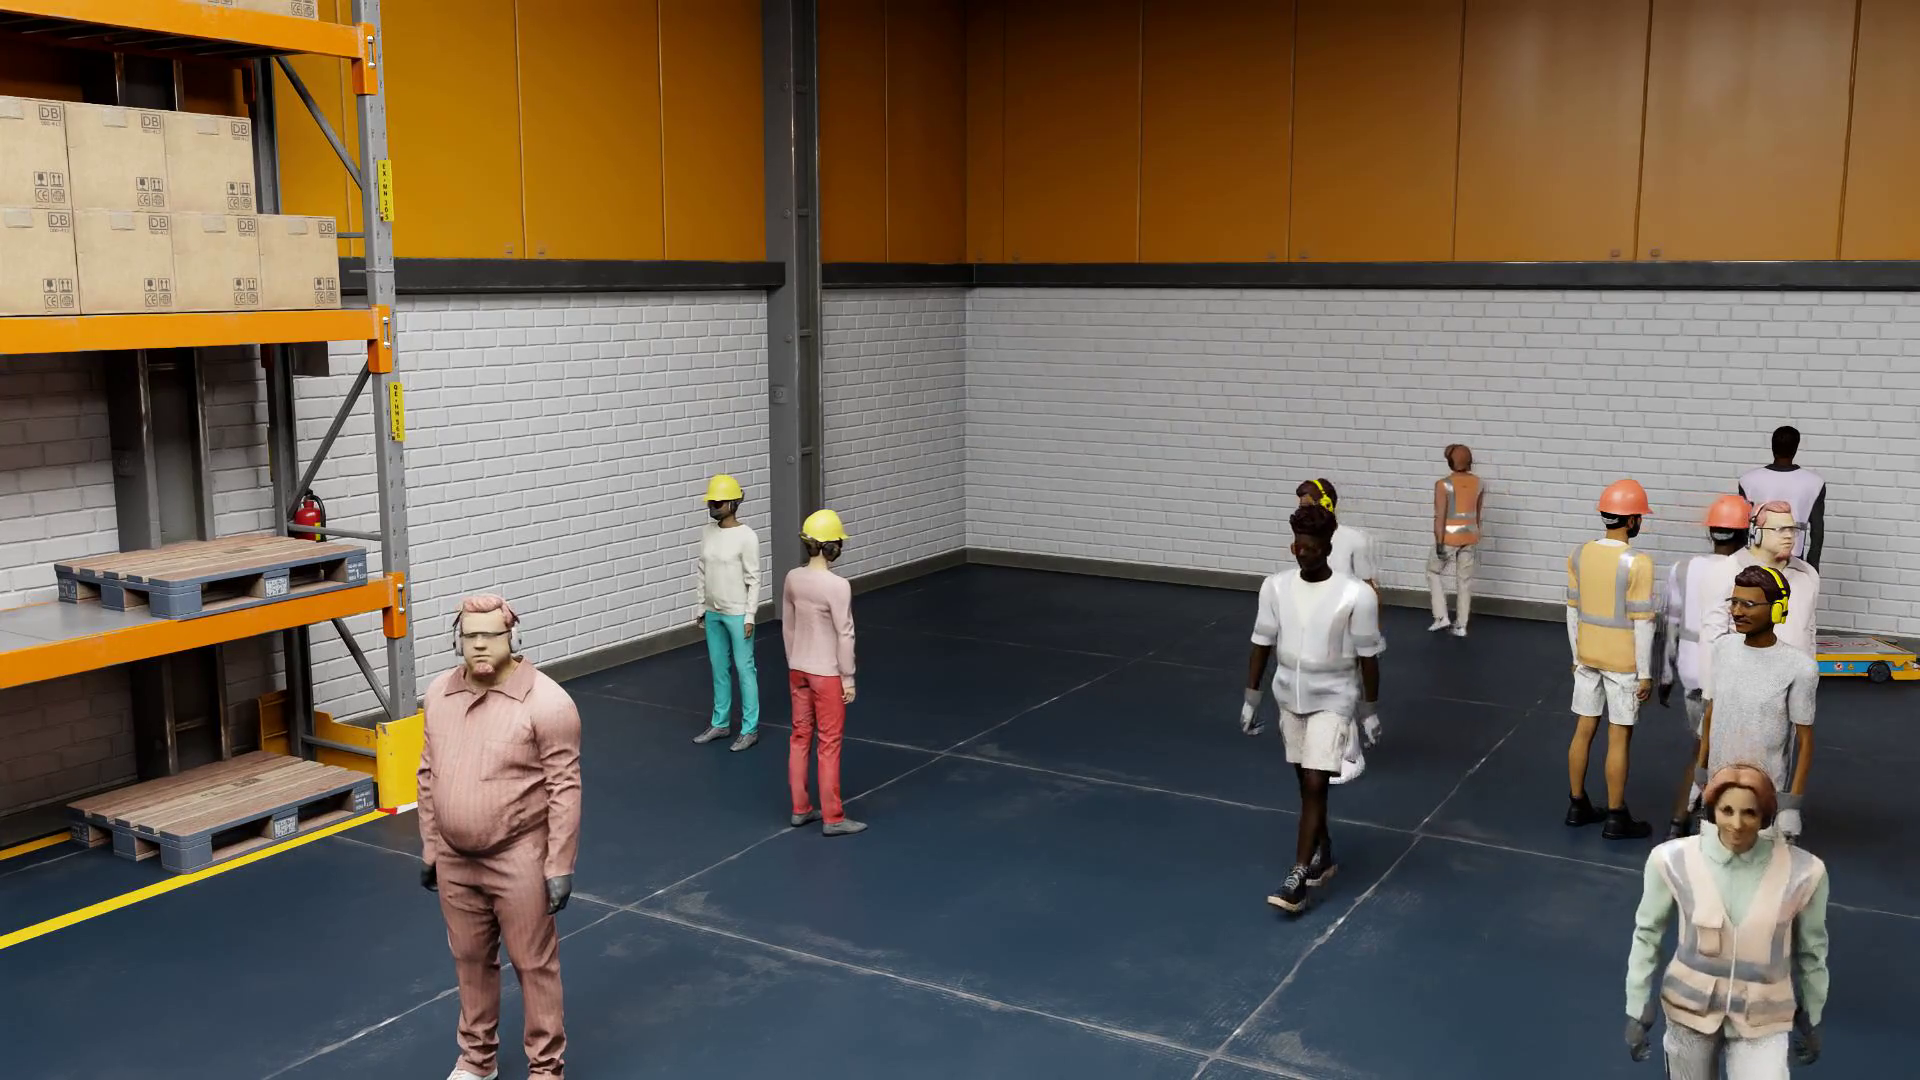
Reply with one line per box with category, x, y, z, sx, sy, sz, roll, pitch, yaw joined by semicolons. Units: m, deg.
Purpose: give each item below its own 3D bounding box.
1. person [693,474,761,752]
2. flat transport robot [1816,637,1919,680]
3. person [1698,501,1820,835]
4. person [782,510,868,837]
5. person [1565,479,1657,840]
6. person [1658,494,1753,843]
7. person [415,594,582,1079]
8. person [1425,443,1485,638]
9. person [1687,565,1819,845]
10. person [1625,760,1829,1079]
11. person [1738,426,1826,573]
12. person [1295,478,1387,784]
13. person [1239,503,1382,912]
person;-1.487;0.460;10.608;0.525;1.769;0.311;7;11;37
flat transport robot;6.486;0.885;12.602;1.431;0.197;0.652;0;9;1
person;4.020;0.749;8.348;0.641;1.913;0.408;-2;9;-12
person;-0.747;0.714;9.016;0.329;1.769;0.526;-9;13;-44
person;3.519;0.638;8.963;0.358;1.938;0.542;-5;10;-28
person;3.988;0.704;8.746;1.011;1.882;0.569;-7;11;-36
person;-1.676;1.132;5.960;0.651;1.911;0.409;3;10;20
person;4.123;0.006;13.878;0.521;1.626;0.416;-3;10;-17
person;3.193;1.023;6.770;0.329;1.872;0.511;-5;10;-28
person;2.246;1.452;4.899;0.547;1.596;0.822;4;10;25
person;6.031;0.116;12.275;0.596;1.918;0.382;3;10;19
person;2.248;0.538;9.917;0.583;1.826;0.533;-6;11;-33
person;1.626;0.797;7.971;0.637;1.928;0.912;8;12;40
